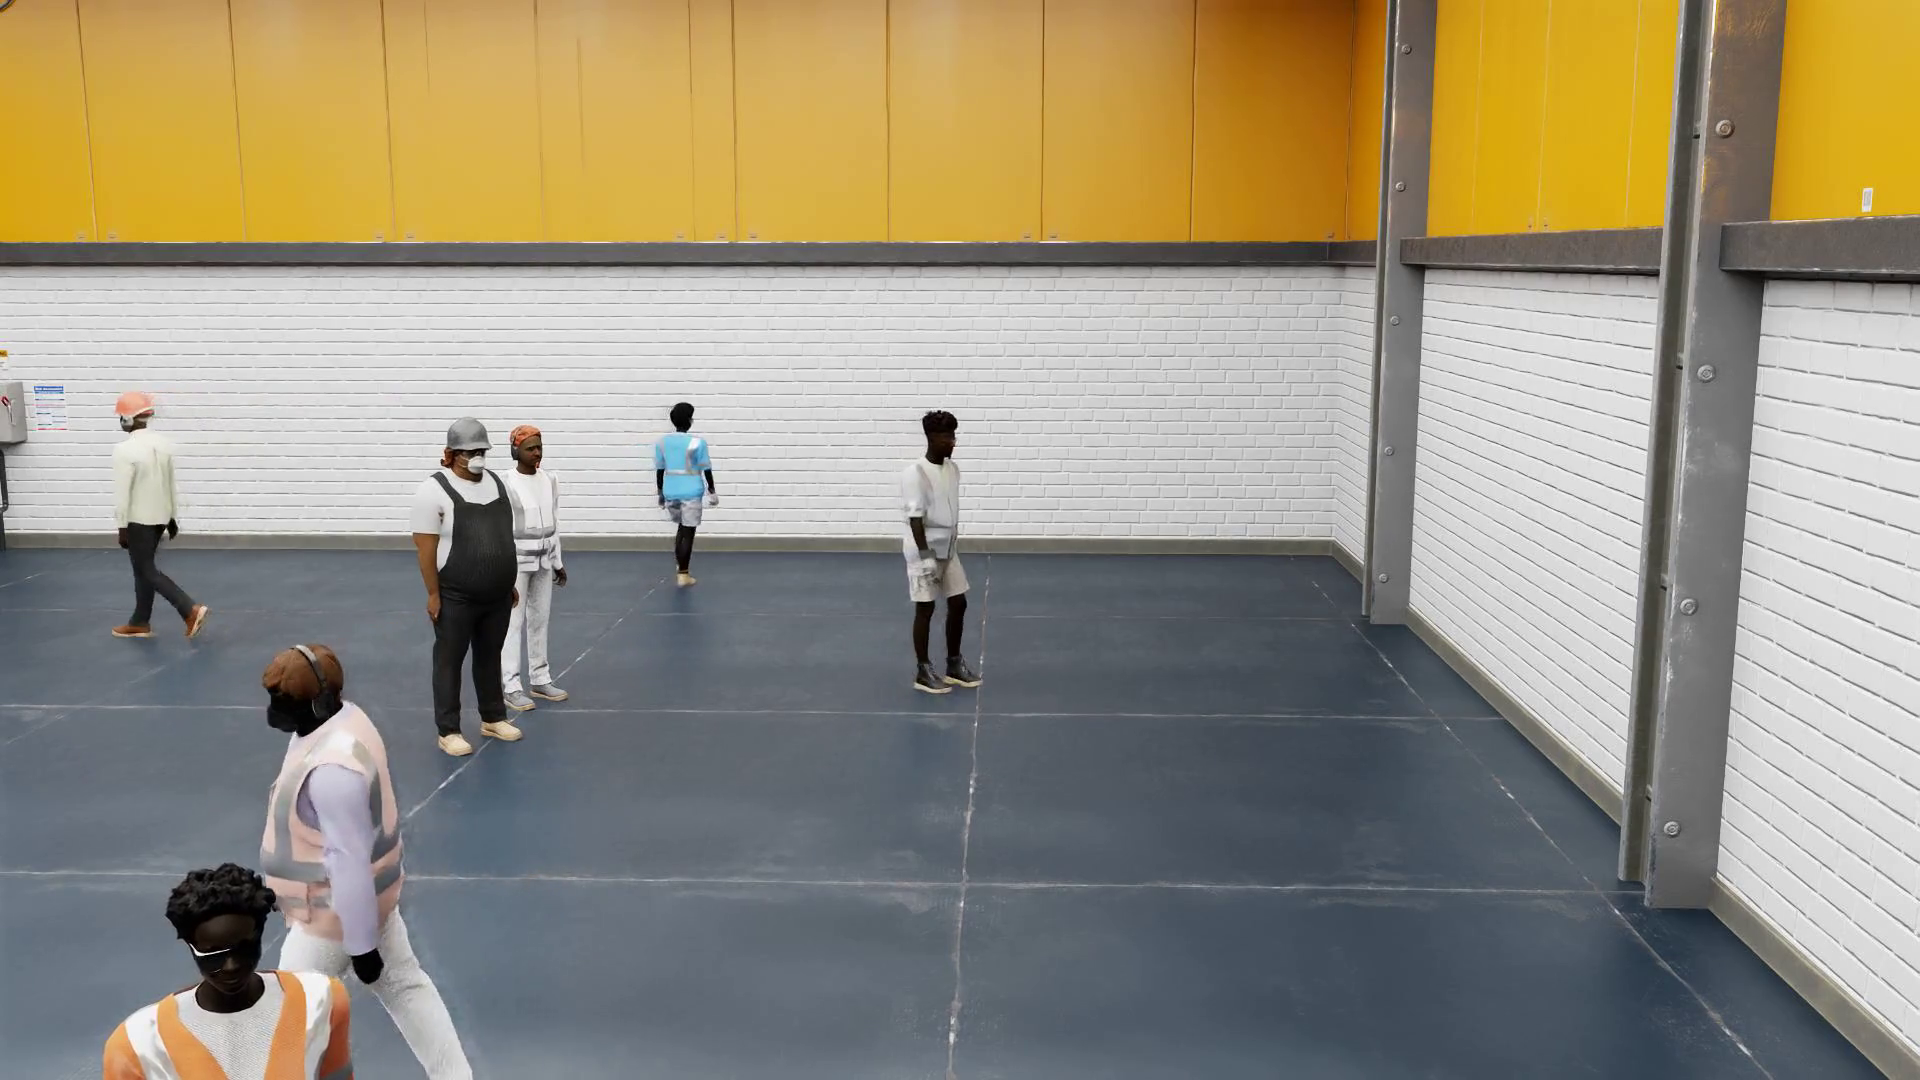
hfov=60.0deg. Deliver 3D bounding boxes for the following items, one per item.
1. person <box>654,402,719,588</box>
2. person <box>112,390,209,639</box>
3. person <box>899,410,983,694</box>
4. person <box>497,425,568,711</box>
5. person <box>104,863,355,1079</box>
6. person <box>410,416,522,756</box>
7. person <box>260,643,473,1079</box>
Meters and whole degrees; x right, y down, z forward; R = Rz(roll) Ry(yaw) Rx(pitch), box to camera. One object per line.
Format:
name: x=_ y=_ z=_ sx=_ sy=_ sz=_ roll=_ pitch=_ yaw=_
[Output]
person: x=-2.457 y=-0.417 z=15.128 sx=0.541 sy=1.681 sz=0.551 roll=5 pitch=11 yaw=26
person: x=-6.260 y=-0.177 z=12.903 sx=0.859 sy=1.970 sz=0.622 roll=2 pitch=10 yaw=11
person: x=-0.146 y=0.083 z=11.395 sx=0.474 sy=1.955 sz=0.623 roll=8 pitch=12 yaw=38
person: x=-2.869 y=0.175 z=11.075 sx=0.356 sy=1.883 sz=0.573 roll=6 pitch=12 yaw=34
person: x=-1.590 y=1.527 z=3.703 sx=0.540 sy=1.695 sz=0.317 roll=-7 pitch=12 yaw=-37
person: x=-2.933 y=0.263 z=10.101 sx=0.536 sy=2.000 sz=0.683 roll=7 pitch=12 yaw=36
person: x=-2.074 y=1.193 z=5.450 sx=1.001 sy=1.776 sz=0.638 roll=-2 pitch=10 yaw=-13
